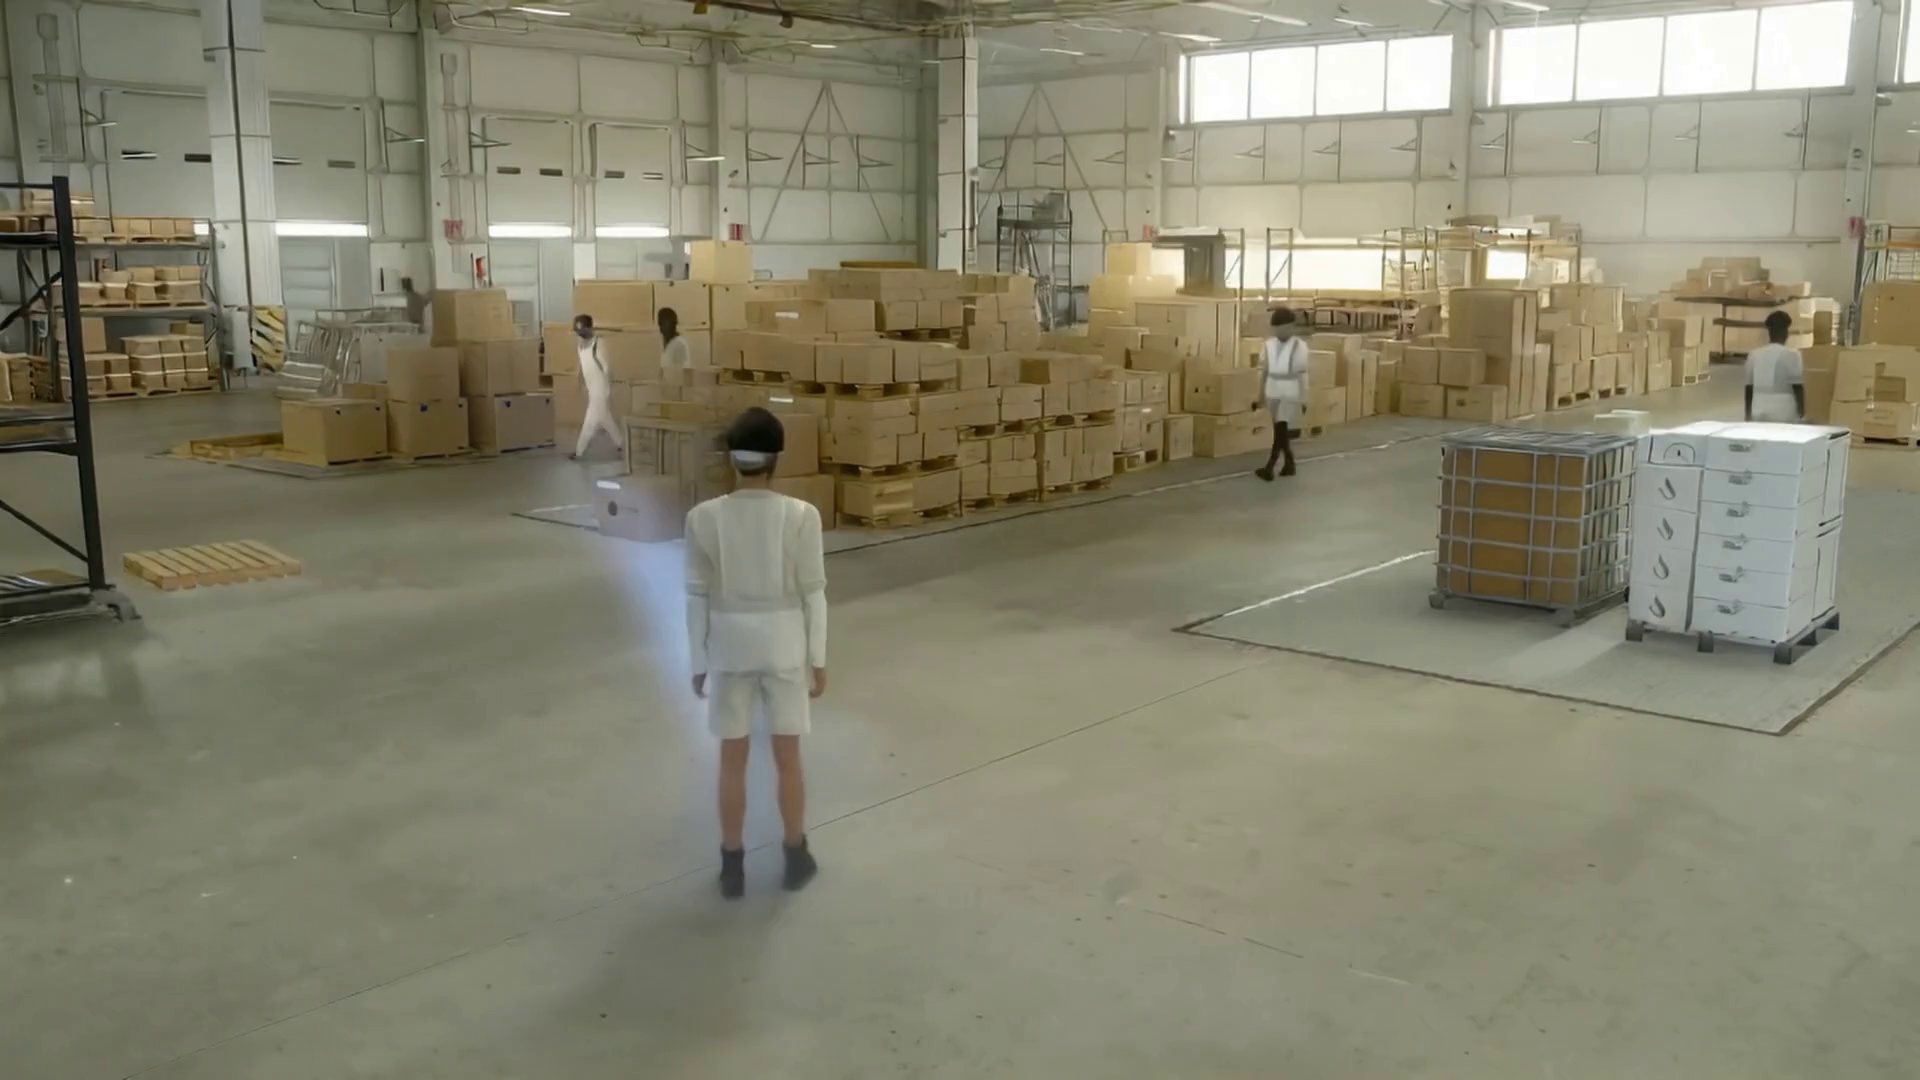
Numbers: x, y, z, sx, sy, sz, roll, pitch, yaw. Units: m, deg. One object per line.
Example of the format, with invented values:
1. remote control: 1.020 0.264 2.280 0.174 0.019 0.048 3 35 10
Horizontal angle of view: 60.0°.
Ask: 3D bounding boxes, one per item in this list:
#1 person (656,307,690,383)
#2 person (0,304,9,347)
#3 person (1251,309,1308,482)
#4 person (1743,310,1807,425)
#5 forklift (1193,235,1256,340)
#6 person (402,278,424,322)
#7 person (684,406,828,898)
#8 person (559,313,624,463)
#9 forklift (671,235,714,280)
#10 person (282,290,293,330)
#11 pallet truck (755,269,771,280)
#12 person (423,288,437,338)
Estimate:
1. person: -3.150 -1.595 18.248 0.447 1.901 0.599 -4 11 -21
2. person: -17.978 -3.810 30.918 0.563 1.895 0.992 1 10 7
3. person: 3.522 -1.596 18.328 0.553 1.879 1.032 9 13 40
4. person: 7.962 -1.277 16.327 0.835 1.942 0.633 -4 11 -19
5. forklift: 5.583 -5.397 37.123 1.873 2.768 1.129 8 13 40
6. person: -11.799 -4.723 36.070 0.524 1.911 0.640 -7 12 -33
7. person: -0.797 0.439 6.584 0.551 1.936 0.372 -1 10 -4
8. person: -4.329 -1.811 19.861 0.971 1.783 0.581 -9 14 -42
9. forklift: -5.766 -5.223 36.131 1.873 2.768 1.129 8 13 40
10. person: -15.844 -5.051 38.811 0.531 1.583 0.884 5 11 26
11. pallet truck: -4.996 -6.432 45.525 1.885 1.965 0.823 -6 12 -32
12. person: -8.538 -3.127 26.998 0.928 1.899 0.630 -9 14 -43
